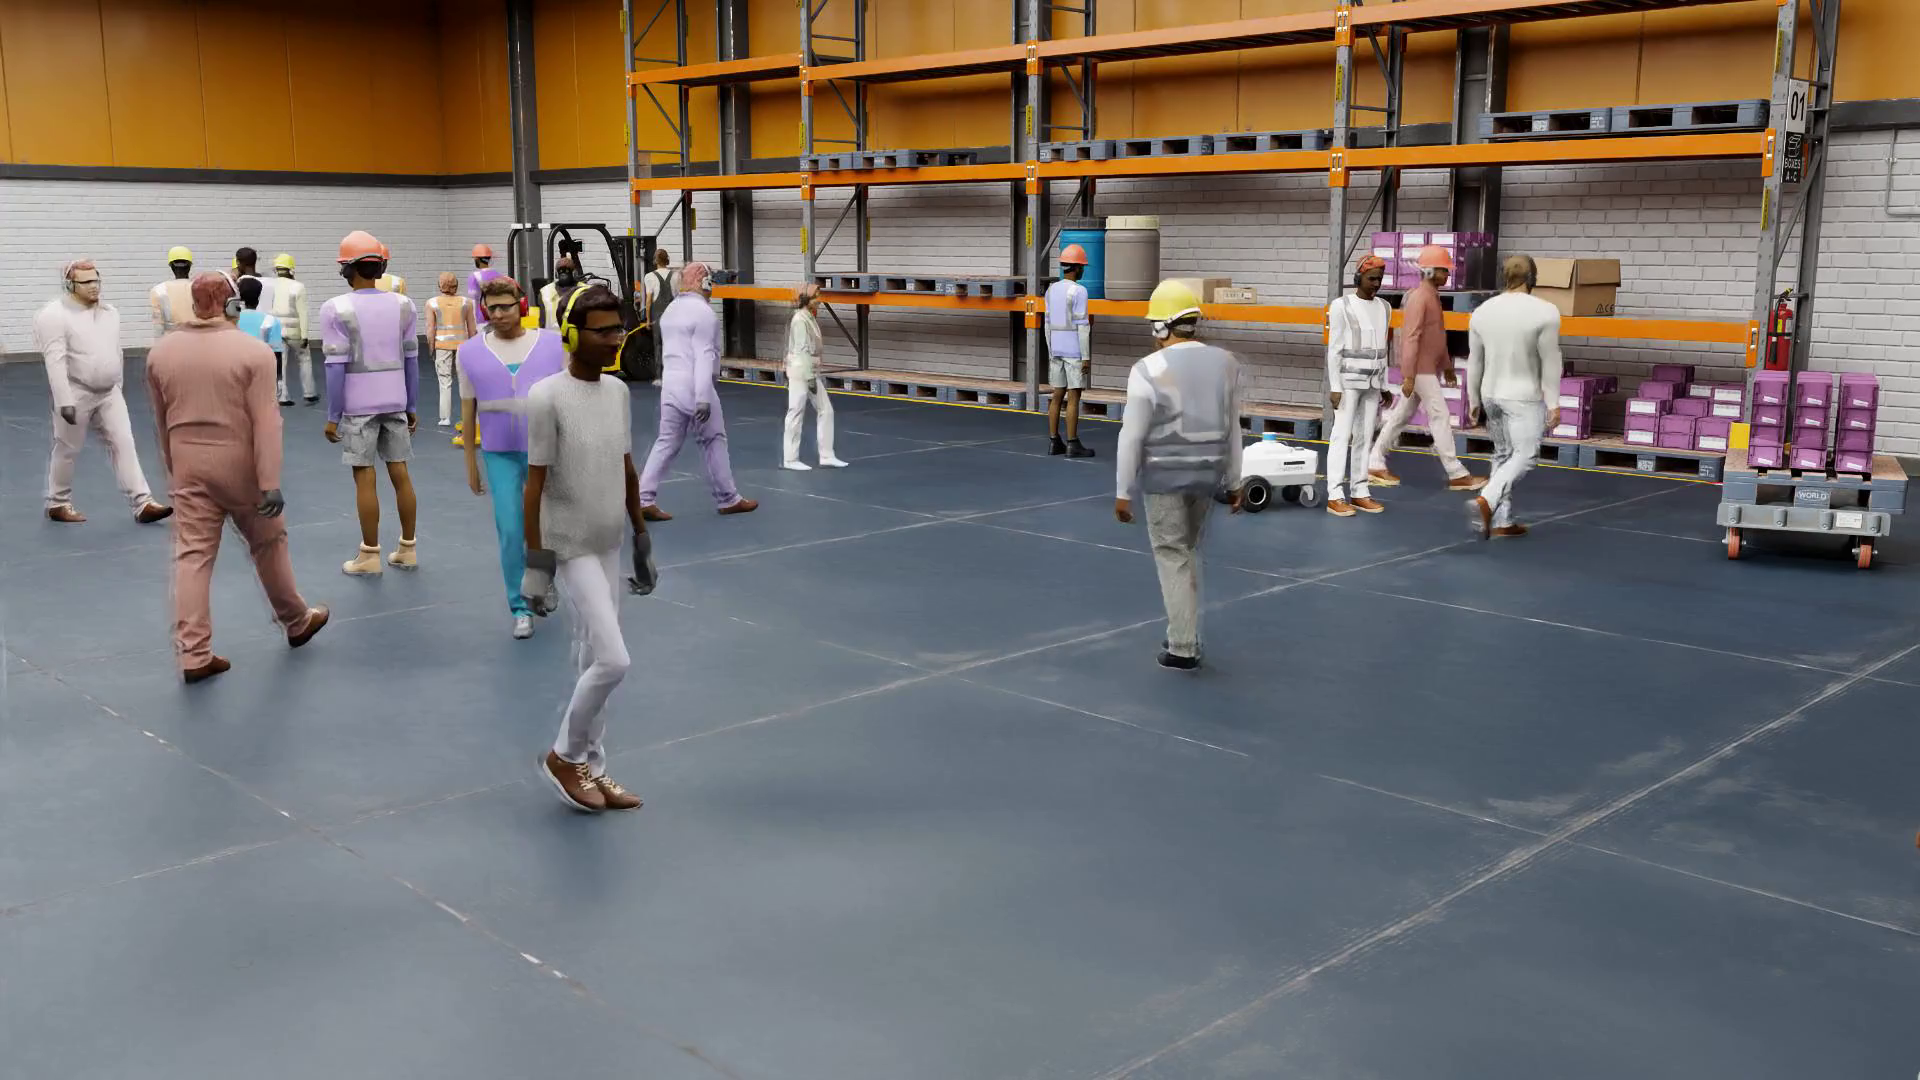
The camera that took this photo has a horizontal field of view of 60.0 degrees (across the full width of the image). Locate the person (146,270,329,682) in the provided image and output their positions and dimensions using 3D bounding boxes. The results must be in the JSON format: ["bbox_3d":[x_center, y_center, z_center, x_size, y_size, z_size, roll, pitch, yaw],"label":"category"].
[{"bbox_3d":[-3.406,-0.327,7.812,0.676,1.852,0.976,1,10,8],"label":"person"}]

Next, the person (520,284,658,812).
[{"bbox_3d":[-1.257,0.050,5.779,0.396,1.854,0.556,4,11,22],"label":"person"}]

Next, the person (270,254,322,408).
[{"bbox_3d":[-7.898,-2.472,19.679,0.603,1.808,0.735,1,10,4],"label":"person"}]

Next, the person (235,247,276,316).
[{"bbox_3d":[-7.340,-2.087,17.307,0.463,1.896,0.614,2,11,12],"label":"person"}]

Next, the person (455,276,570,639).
[{"bbox_3d":[-2.236,-0.429,8.476,0.592,1.820,0.522,-2,11,-13],"label":"person"}]

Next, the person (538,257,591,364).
[{"bbox_3d":[-4.030,-2.019,17.204,0.630,1.806,0.942,-2,11,-9],"label":"person"}]

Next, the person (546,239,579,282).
[{"bbox_3d":[-6.359,-3.869,26.862,0.613,1.957,0.362,1,10,4],"label":"person"}]

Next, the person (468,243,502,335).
[{"bbox_3d":[-6.138,-2.896,21.672,0.658,1.919,0.547,7,13,35],"label":"person"}]

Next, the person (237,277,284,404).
[{"bbox_3d":[-5.880,-1.332,13.776,0.546,1.677,0.605,-2,11,-12],"label":"person"}]

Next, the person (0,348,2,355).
[{"bbox_3d":[-14.614,-3.468,24.457,0.767,2.000,0.690,-9,13,-39],"label":"person"}]

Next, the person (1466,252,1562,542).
[{"bbox_3d":[3.559,-0.912,10.861,0.732,1.917,0.633,-8,13,-36],"label":"person"}]

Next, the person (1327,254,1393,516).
[{"bbox_3d":[2.904,-1.121,12.078,0.572,1.887,0.354,-6,12,-31],"label":"person"}]

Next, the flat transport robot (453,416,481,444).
[{"bbox_3d":[-4.558,-1.123,16.497,0.652,0.197,1.431,-1,10,-5],"label":"flat transport robot"}]

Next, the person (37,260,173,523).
[{"bbox_3d":[-6.062,-1.014,11.616,1.010,1.846,0.682,4,11,23],"label":"person"}]

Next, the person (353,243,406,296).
[{"bbox_3d":[-6.239,-2.230,17.984,0.545,1.938,0.359,-3,11,-18],"label":"person"}]

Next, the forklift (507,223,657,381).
[{"bbox_3d":[-5.316,-3.263,22.920,2.313,2.155,1.214,-10,14,-44],"label":"forklift"}]

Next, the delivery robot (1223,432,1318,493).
[{"bbox_3d":[2.301,-0.561,12.400,0.707,0.478,0.477,-4,11,-19],"label":"delivery robot"}]

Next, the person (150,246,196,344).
[{"bbox_3d":[-7.263,-1.794,15.664,0.585,1.917,0.390,-5,12,-27],"label":"person"}]

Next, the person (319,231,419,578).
[{"bbox_3d":[-3.504,-0.798,9.890,0.372,2.044,0.607,8,13,38],"label":"person"}]

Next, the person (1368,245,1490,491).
[{"bbox_3d":[3.734,-1.373,13.314,1.026,1.940,0.625,4,11,23],"label":"person"}]

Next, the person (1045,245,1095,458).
[{"bbox_3d":[1.020,-1.721,15.215,0.368,1.933,0.553,-7,13,-34],"label":"person"}]

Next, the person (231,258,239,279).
[{"bbox_3d":[-9.295,-2.800,21.619,0.290,1.746,0.487,5,11,25],"label":"person"}]

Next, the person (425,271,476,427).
[{"bbox_3d":[-5.388,-2.020,17.653,0.513,1.641,0.307,-5,12,-26],"label":"person"}]

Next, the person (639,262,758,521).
[{"bbox_3d":[-1.954,-1.056,11.887,0.997,1.844,0.670,-9,14,-41],"label":"person"}]

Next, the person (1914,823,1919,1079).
[{"bbox_3d":[1.029,0.923,1.620,0.282,1.633,0.498,4,11,23],"label":"person"}]

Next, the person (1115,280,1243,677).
[{"bbox_3d":[0.974,-0.287,7.725,0.629,1.810,0.575,-6,12,-28],"label":"person"}]

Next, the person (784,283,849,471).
[{"bbox_3d":[-1.231,-1.386,14.247,0.680,1.610,0.536,1,10,7],"label":"person"}]

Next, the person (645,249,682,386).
[{"bbox_3d":[-3.972,-2.979,22.338,0.505,1.840,0.346,-4,11,-20],"label":"person"}]
